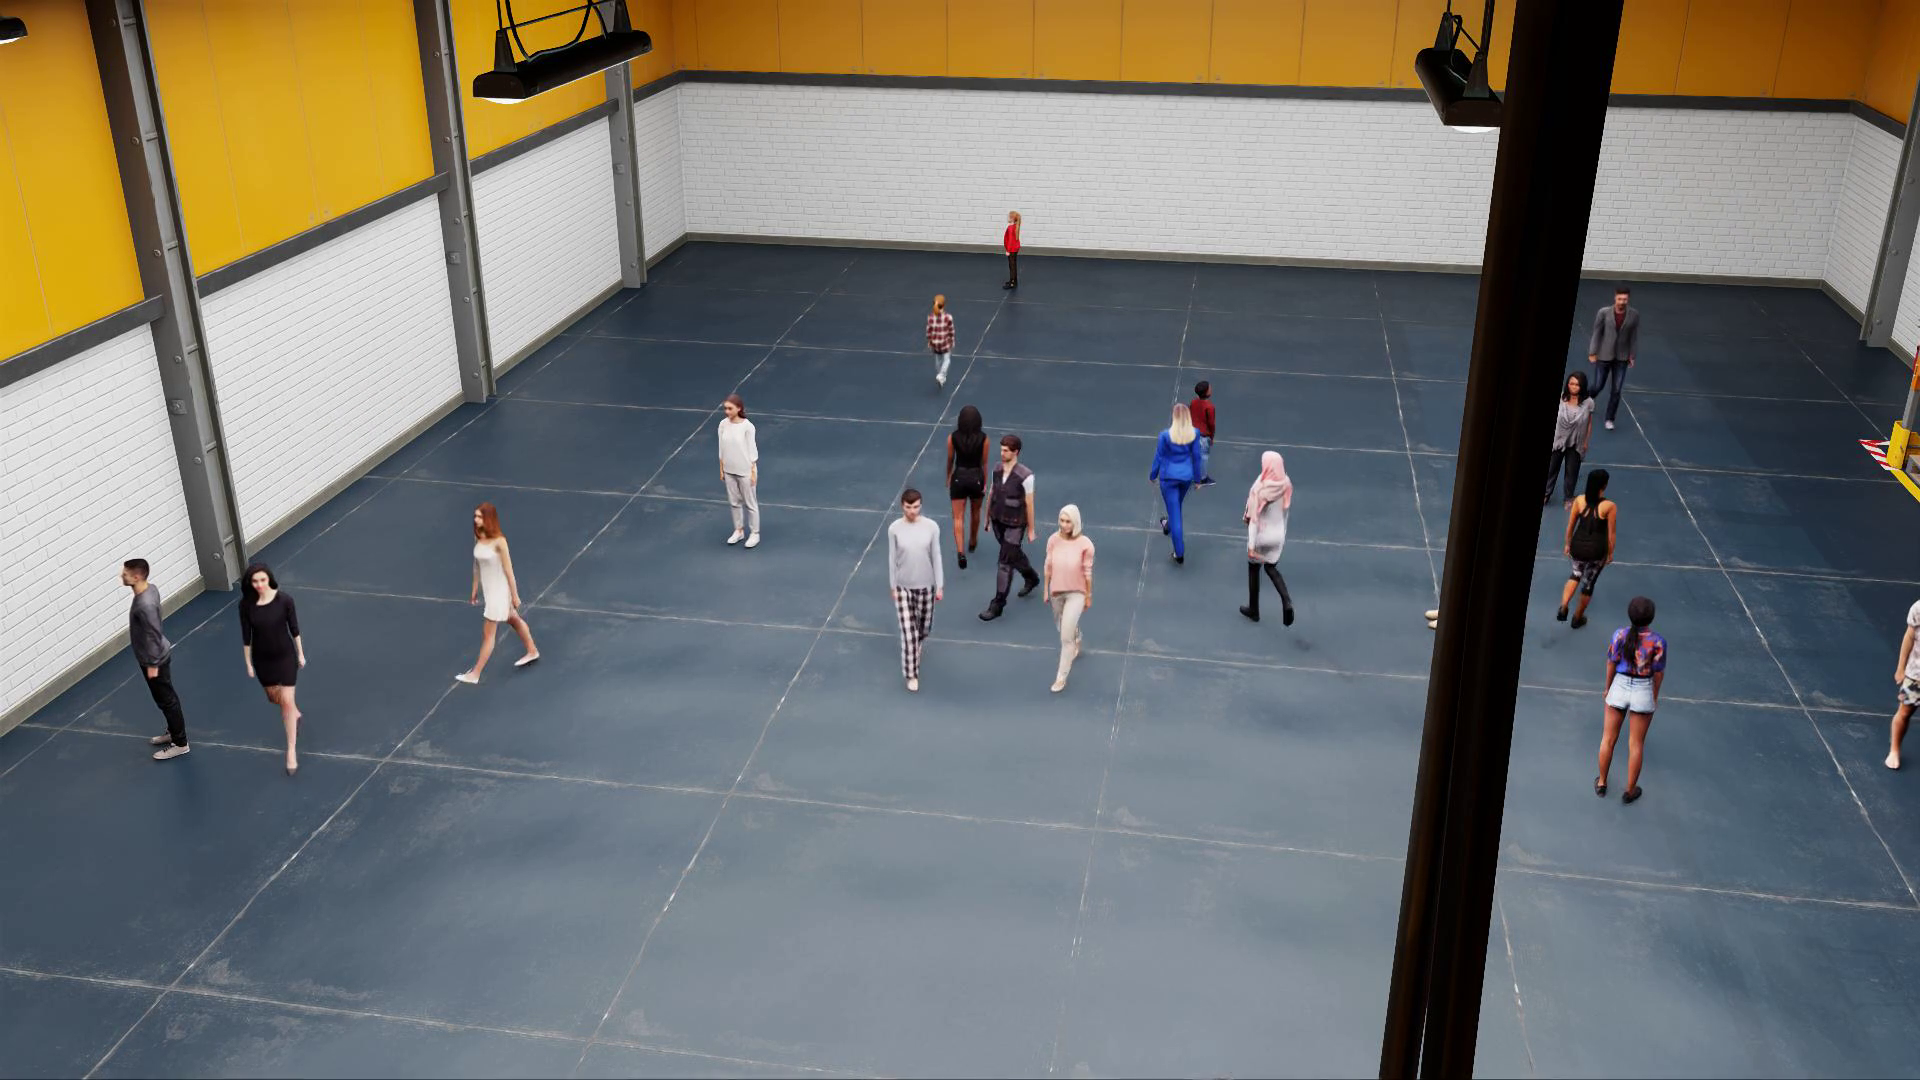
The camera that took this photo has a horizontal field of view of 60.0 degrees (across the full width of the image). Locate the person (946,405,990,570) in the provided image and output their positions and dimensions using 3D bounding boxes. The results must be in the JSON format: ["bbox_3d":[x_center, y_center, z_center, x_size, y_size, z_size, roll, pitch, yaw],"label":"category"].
[{"bbox_3d":[0.075,-0.523,17.192,0.717,1.708,1.167,0,24,1],"label":"person"}]

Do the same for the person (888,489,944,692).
[{"bbox_3d":[-0.407,0.378,14.996,0.820,1.816,1.152,-2,24,-5],"label":"person"}]

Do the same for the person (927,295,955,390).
[{"bbox_3d":[-0.267,-2.689,22.662,0.573,1.295,0.800,6,24,14],"label":"person"}]

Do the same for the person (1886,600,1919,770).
[{"bbox_3d":[7.903,1.032,13.510,0.720,1.809,0.645,9,25,21],"label":"person"}]

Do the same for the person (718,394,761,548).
[{"bbox_3d":[-2.349,-0.758,17.759,0.641,1.686,0.599,8,25,19],"label":"person"}]

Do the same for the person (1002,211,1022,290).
[{"bbox_3d":[0.864,-4.817,27.551,0.567,1.281,0.460,6,24,14],"label":"person"}]

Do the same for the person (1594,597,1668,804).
[{"bbox_3d":[5.283,1.245,13.105,0.656,1.742,0.640,14,27,29],"label":"person"}]

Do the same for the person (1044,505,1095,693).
[{"bbox_3d":[1.003,0.455,14.970,0.796,1.697,1.149,11,26,23],"label":"person"}]

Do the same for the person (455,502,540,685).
[{"bbox_3d":[-4.108,0.447,15.034,0.986,1.661,1.197,20,31,38],"label":"person"}]

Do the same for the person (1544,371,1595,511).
[{"bbox_3d":[6.852,-1.147,18.744,0.719,1.609,0.750,11,26,24],"label":"person"}]

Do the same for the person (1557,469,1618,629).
[{"bbox_3d":[5.955,0.107,15.825,0.770,1.650,0.847,20,31,38],"label":"person"}]

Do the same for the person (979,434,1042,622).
[{"bbox_3d":[0.555,-0.169,16.259,1.117,1.807,1.295,22,32,40],"label":"person"}]

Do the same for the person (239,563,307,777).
[{"bbox_3d":[-5.602,0.986,13.659,0.853,1.773,1.182,-4,24,-8],"label":"person"}]

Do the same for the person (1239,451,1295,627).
[{"bbox_3d":[2.980,0.025,15.839,0.956,1.788,1.075,-11,26,-24],"label":"person"}]

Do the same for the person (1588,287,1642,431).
[{"bbox_3d":[8.304,-2.355,21.209,0.732,1.848,0.906,4,24,9],"label":"person"}]

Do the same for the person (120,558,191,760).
[{"bbox_3d":[-6.653,0.956,13.744,0.763,1.761,0.666,-10,26,-23],"label":"person"}]

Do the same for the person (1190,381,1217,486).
[{"bbox_3d":[2.825,-1.262,19.447,0.634,1.256,0.587,-20,30,-38],"label":"person"}]

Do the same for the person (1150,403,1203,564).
[{"bbox_3d":[2.285,-0.557,17.341,0.971,1.651,1.227,-6,24,-14],"label":"person"}]
